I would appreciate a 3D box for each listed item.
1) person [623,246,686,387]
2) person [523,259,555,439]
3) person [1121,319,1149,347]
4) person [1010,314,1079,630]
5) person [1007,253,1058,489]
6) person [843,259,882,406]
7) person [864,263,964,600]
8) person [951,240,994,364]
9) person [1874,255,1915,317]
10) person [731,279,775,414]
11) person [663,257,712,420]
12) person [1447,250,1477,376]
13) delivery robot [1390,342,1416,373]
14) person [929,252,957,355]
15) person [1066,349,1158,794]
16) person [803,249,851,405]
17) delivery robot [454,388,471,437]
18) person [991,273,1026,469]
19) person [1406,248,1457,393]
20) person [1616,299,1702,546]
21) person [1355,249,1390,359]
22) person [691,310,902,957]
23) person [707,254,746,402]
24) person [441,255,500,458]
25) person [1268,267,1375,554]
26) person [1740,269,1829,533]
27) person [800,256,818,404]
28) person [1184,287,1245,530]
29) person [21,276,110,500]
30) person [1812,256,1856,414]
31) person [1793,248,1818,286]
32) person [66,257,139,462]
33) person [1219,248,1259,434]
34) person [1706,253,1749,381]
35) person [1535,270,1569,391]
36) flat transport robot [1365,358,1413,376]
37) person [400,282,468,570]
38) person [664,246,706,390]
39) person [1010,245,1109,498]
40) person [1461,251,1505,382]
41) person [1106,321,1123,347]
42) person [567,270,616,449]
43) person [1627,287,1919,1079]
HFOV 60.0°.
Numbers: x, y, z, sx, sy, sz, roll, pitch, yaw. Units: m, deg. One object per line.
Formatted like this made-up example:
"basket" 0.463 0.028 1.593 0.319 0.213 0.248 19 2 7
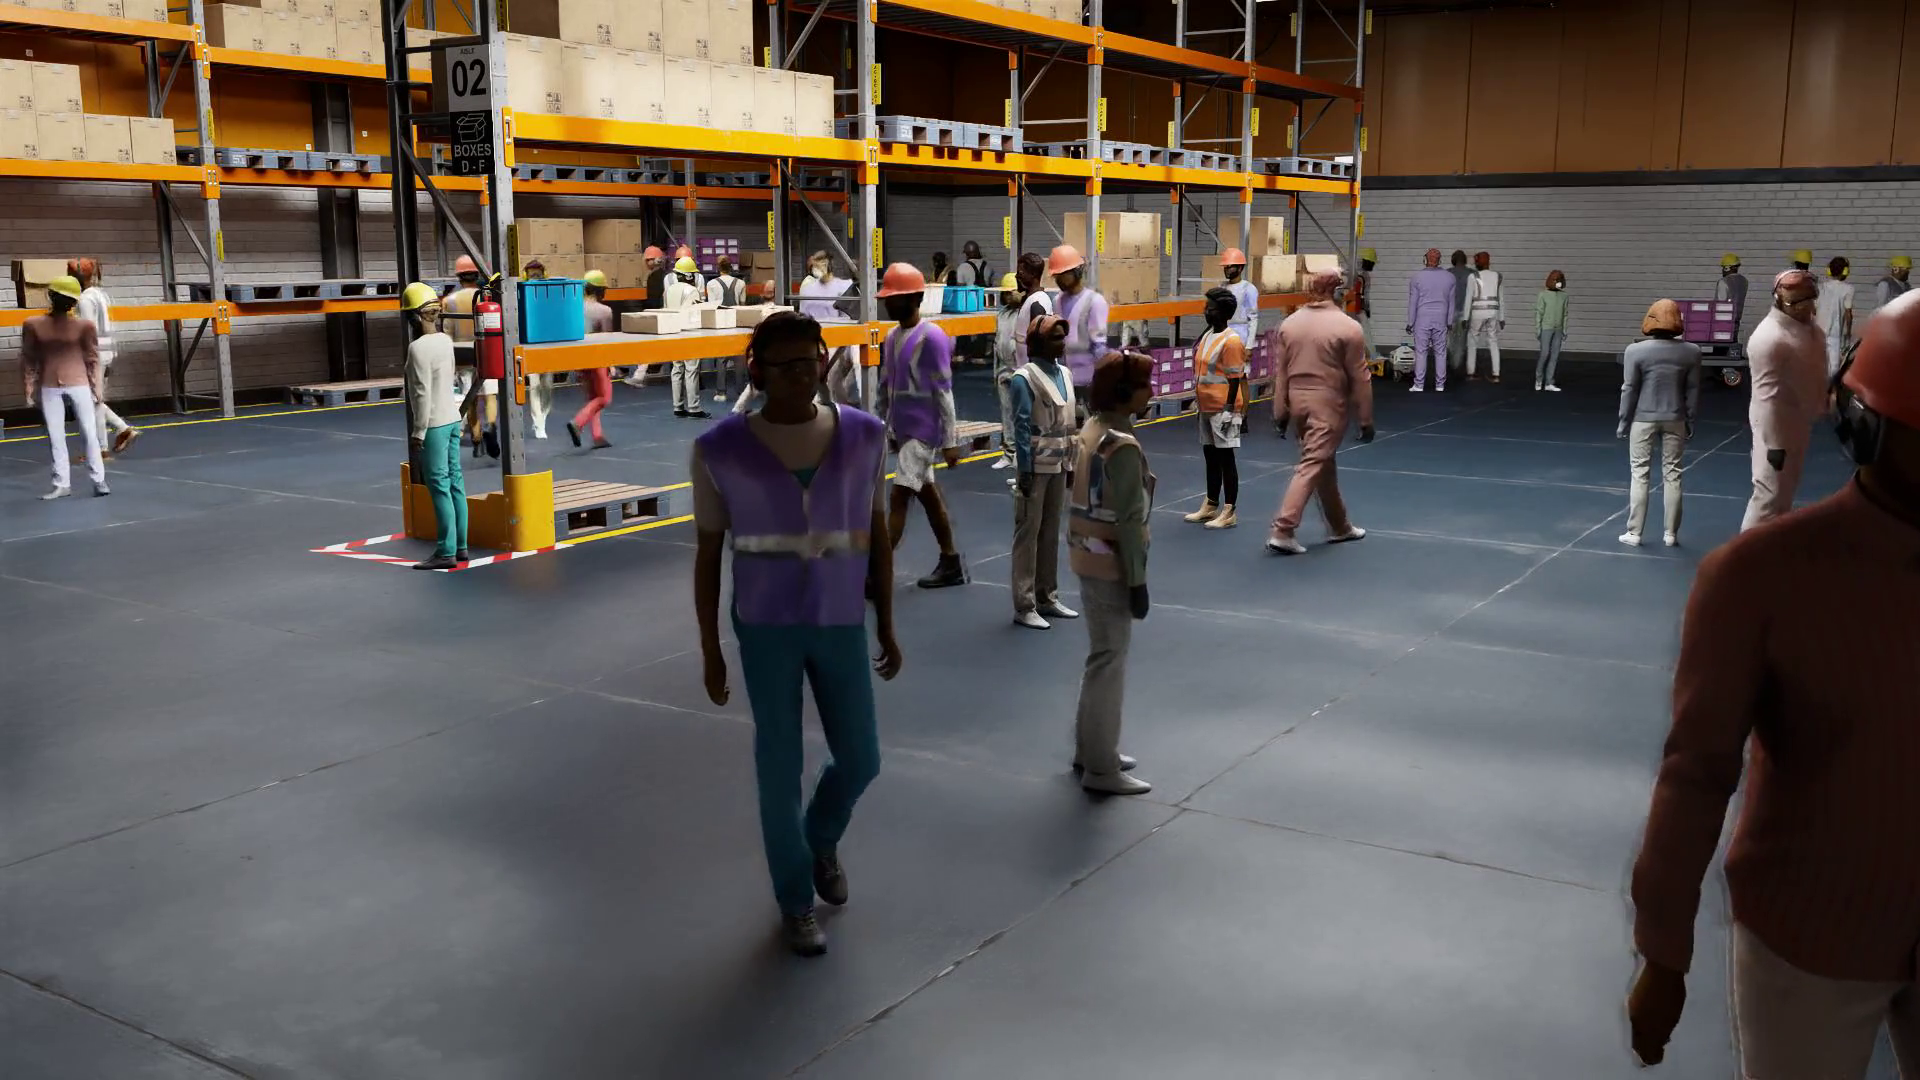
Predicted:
"person" -4.160 -3.078 22.977 1.022 1.946 0.616 -9 14 -41
"person" -4.335 -1.978 17.171 0.524 1.845 0.726 -4 11 -20
"person" 2.413 -2.961 22.687 0.541 1.805 0.986 8 13 36
"person" 0.443 -0.365 8.764 0.309 1.641 0.511 7 12 33
"person" 0.598 -1.363 13.525 0.392 1.919 0.592 -1 10 -4
"person" -1.245 -2.474 20.015 0.638 1.804 0.904 -9 14 -42
"person" -0.348 -0.612 9.441 0.970 1.882 0.579 -6 12 -31
"person" 0.176 -3.928 27.394 0.687 2.000 0.743 -5 11 -27
"person" 12.669 -2.943 22.532 0.626 1.818 0.450 -6 12 -29
"person" -2.141 -2.091 18.453 0.853 1.601 0.516 -4 11 -20
"person" -3.083 -2.277 18.821 0.588 1.835 0.403 9 14 42
"person" 7.475 -3.403 24.961 0.639 1.887 1.013 3 11 18
"delivery robot" 6.378 -2.600 23.894 0.477 0.478 0.707 2 10 8
"person" -0.365 -4.107 29.042 0.641 1.801 0.869 9 14 42
"person" 0.551 0.123 6.077 0.324 1.631 0.533 -1 10 -8
"person" -1.319 -1.895 16.434 0.637 1.940 0.366 8 13 38
"delivery robot" -5.009 -1.271 16.530 0.477 0.478 0.707 -2 10 -9
"person" 0.473 -1.466 14.601 0.485 1.738 0.317 10 14 44
"person" 6.247 -2.908 22.115 0.639 1.910 0.407 -1 10 -3
"person" 4.618 -0.768 11.012 0.508 1.632 0.272 1 10 5
"person" 6.567 -3.770 27.000 0.987 1.859 0.696 3 11 18
"person" -0.456 0.263 4.751 0.606 1.828 0.429 -4 11 -19
"person" -2.921 -2.649 20.858 0.511 1.842 0.327 -5 11 -24
"person" -4.448 -1.654 15.239 0.565 1.902 0.846 -2 11 -14
"person" 2.370 -0.839 10.825 1.024 1.857 0.653 -7 13 -35
"person" 4.811 -0.631 9.645 0.751 1.864 0.396 -10 14 -44
"person" -1.682 -2.454 19.780 0.429 1.842 0.634 1 10 5
"person" 1.809 -0.925 11.703 0.318 1.699 0.532 -3 11 -17
"person" -7.014 -1.186 13.051 0.577 1.740 0.340 -3 11 -15
"person" 9.946 -2.335 19.126 0.691 1.846 0.539 -7 12 -32
"person" 11.402 -3.012 22.671 0.603 1.908 0.413 -2 10 -10
"person" -7.914 -1.638 15.184 0.448 1.874 0.580 -4 11 -21
"person" 2.854 -2.074 17.407 0.375 1.939 0.546 -7 13 -35
"person" 11.023 -3.195 23.908 0.589 1.834 0.404 -7 12 -33
"person" 7.940 -2.811 22.366 0.507 1.621 0.397 -4 11 -19
"flat transport robot" 6.098 -2.617 25.035 0.652 0.197 1.431 -8 13 -37
"person" -3.260 -0.697 10.263 0.329 1.765 0.526 1 10 5
"person" -3.698 -2.976 22.412 0.551 1.933 0.369 -1 10 -6
"person" 0.863 -1.211 12.506 1.067 1.966 0.715 -7 13 -35
"person" 7.501 -3.188 23.794 0.651 1.860 0.462 -2 10 -13
"person" 2.910 -4.612 31.479 0.634 1.937 0.359 -1 10 -7
"person" -3.566 -1.712 15.952 0.524 1.747 0.621 7 13 35
"person" 1.416 0.591 2.569 0.801 1.966 0.594 -1 10 -5
